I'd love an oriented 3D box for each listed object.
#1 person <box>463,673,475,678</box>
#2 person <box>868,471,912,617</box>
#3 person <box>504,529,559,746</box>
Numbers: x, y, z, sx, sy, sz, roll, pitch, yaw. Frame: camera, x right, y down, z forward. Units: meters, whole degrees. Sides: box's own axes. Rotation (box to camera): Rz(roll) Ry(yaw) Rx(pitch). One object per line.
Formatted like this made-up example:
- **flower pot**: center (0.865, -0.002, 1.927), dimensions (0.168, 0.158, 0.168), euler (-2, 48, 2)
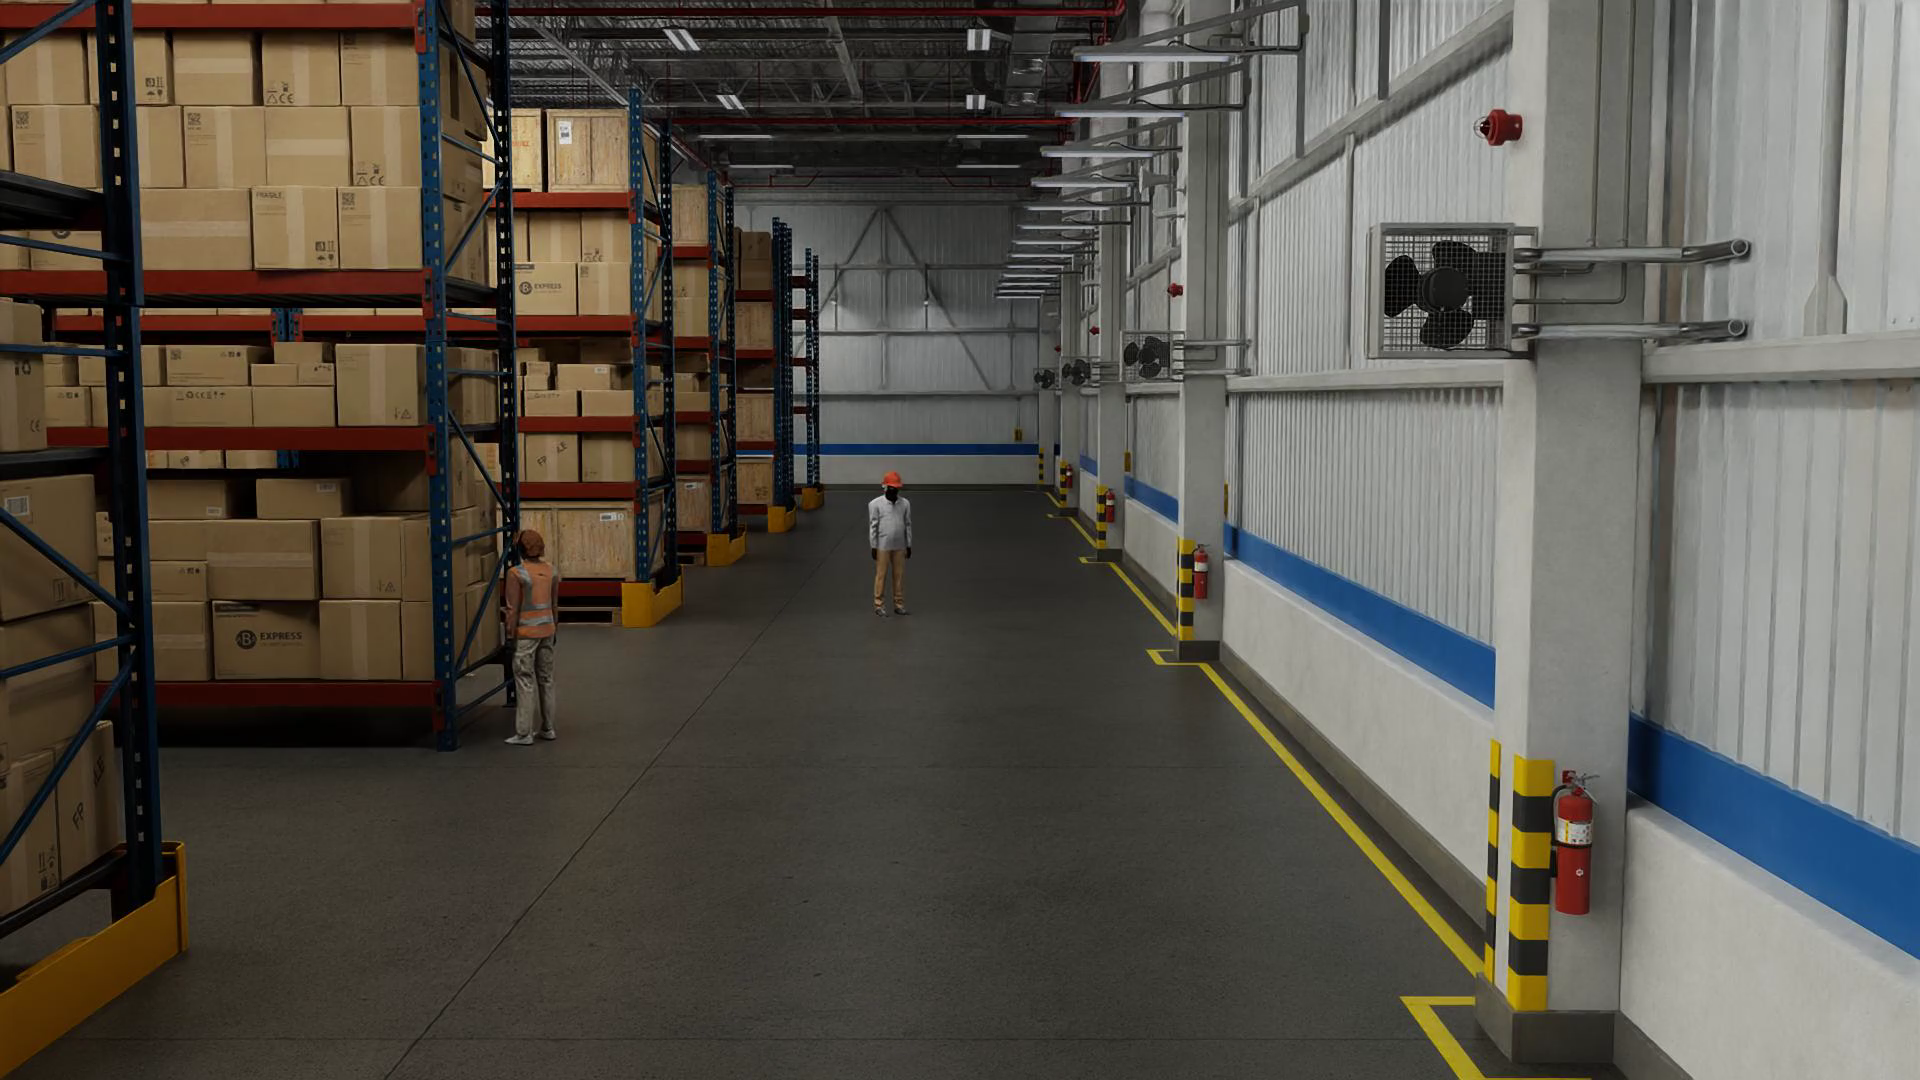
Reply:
- **person**: center (-4.646, 0.428, 15.439), dimensions (0.403, 1.752, 0.539), euler (2, 5, 23)
- **person**: center (-0.819, 0.050, 19.872), dimensions (0.566, 1.744, 0.349), euler (-3, 6, -30)
- **person**: center (-3.232, 0.732, 12.583), dimensions (0.312, 1.632, 0.525), euler (3, 6, 29)
